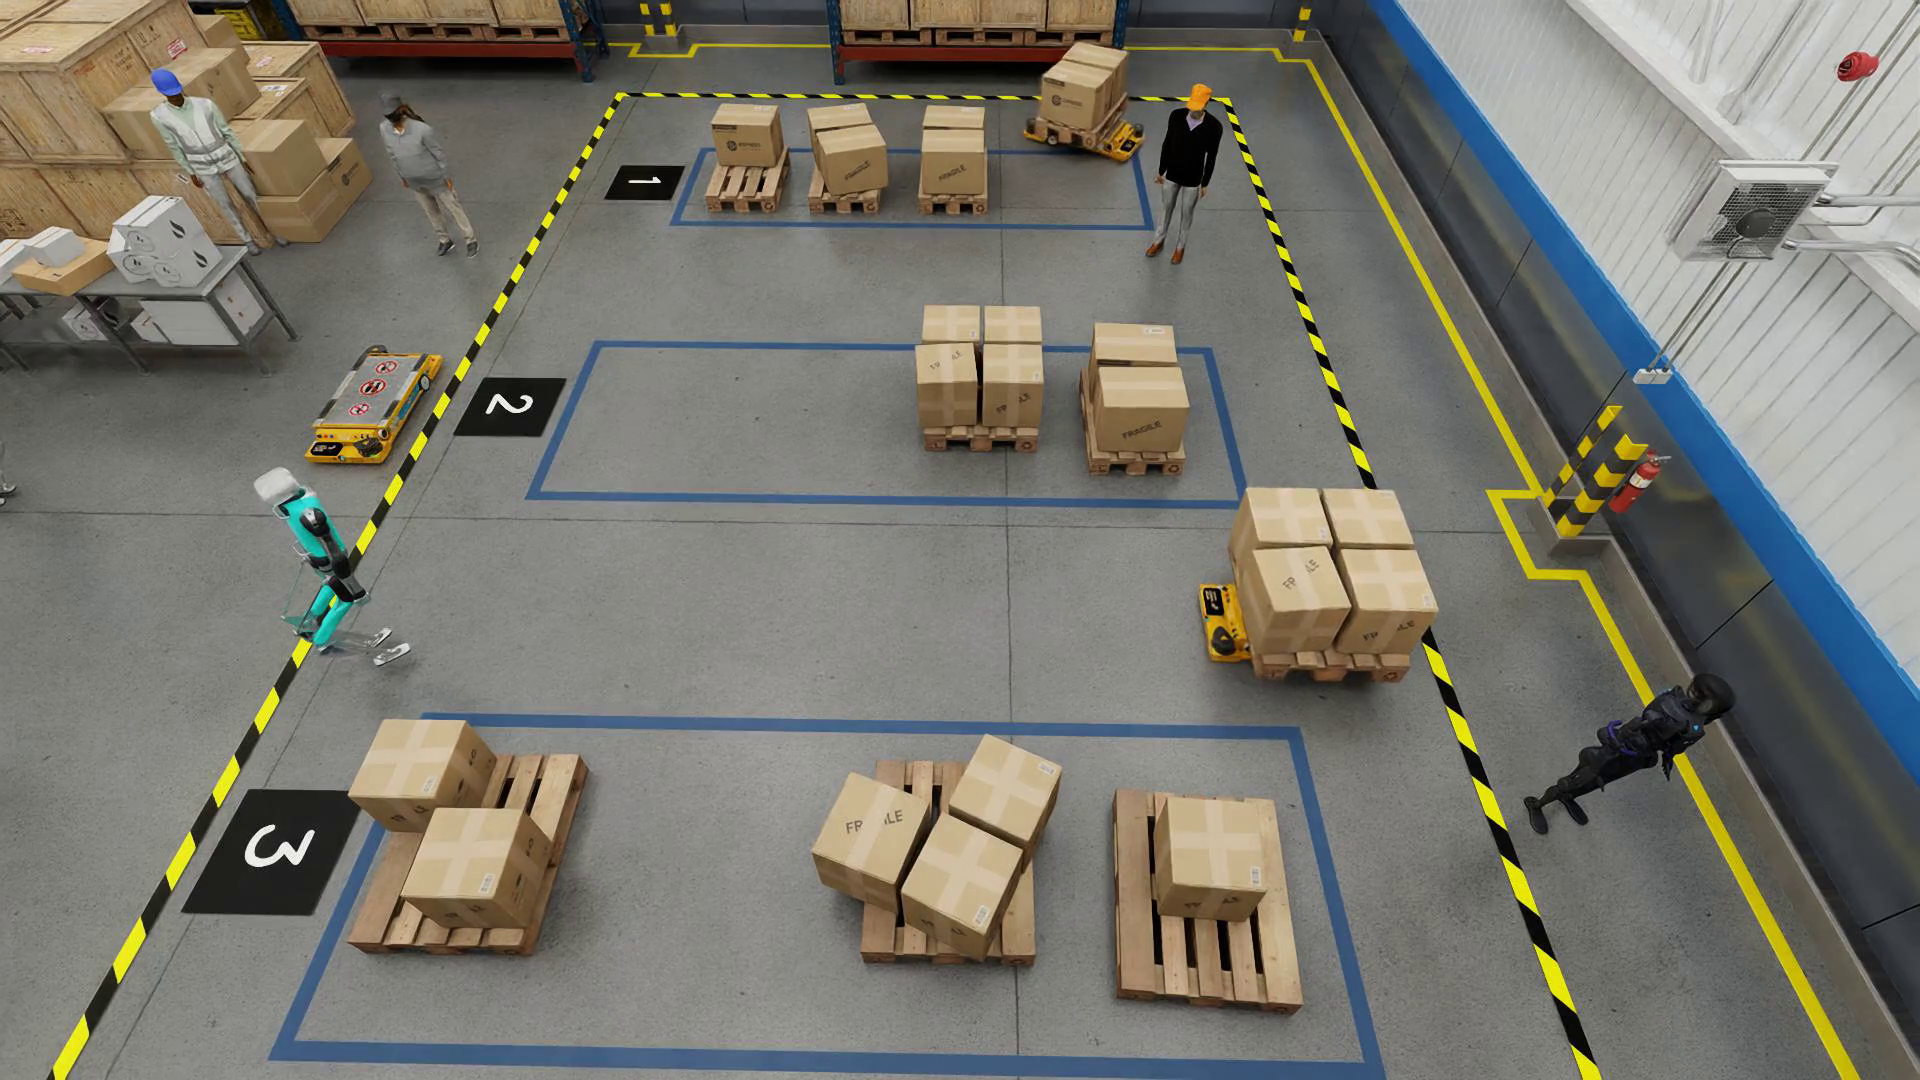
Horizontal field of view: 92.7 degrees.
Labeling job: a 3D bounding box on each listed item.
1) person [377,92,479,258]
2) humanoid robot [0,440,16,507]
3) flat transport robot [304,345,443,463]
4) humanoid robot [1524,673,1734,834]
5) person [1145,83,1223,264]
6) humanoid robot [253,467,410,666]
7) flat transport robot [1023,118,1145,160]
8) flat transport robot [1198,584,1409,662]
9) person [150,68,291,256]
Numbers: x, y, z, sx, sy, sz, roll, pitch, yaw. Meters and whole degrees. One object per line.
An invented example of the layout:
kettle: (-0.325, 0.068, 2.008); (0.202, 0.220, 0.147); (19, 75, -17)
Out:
person: (-5.589, -3.809, 9.606); (0.574, 1.768, 0.399); (3, 50, 3)
humanoid robot: (-8.086, -0.937, 7.133); (0.705, 1.699, 0.530); (-16, 52, -13)
flat transport robot: (-5.383, -1.269, 8.441); (0.659, 0.231, 1.431); (1, 50, 1)
humanoid robot: (3.925, 1.262, 5.368); (0.599, 1.655, 0.315); (-7, 50, -6)
person: (2.321, -3.776, 9.506); (0.584, 1.882, 0.377); (25, 54, 20)
humanoid robot: (-4.295, 0.304, 6.059); (0.533, 1.677, 0.735); (34, 57, 25)
flat transport robot: (1.603, -5.275, 11.812); (1.431, 0.197, 0.652); (20, 53, 16)
flat transport robot: (2.557, 0.592, 6.848); (1.431, 0.197, 0.652); (1, 50, 1)
person: (-7.792, -3.941, 9.610); (0.602, 1.939, 0.412); (-31, 56, -24)
